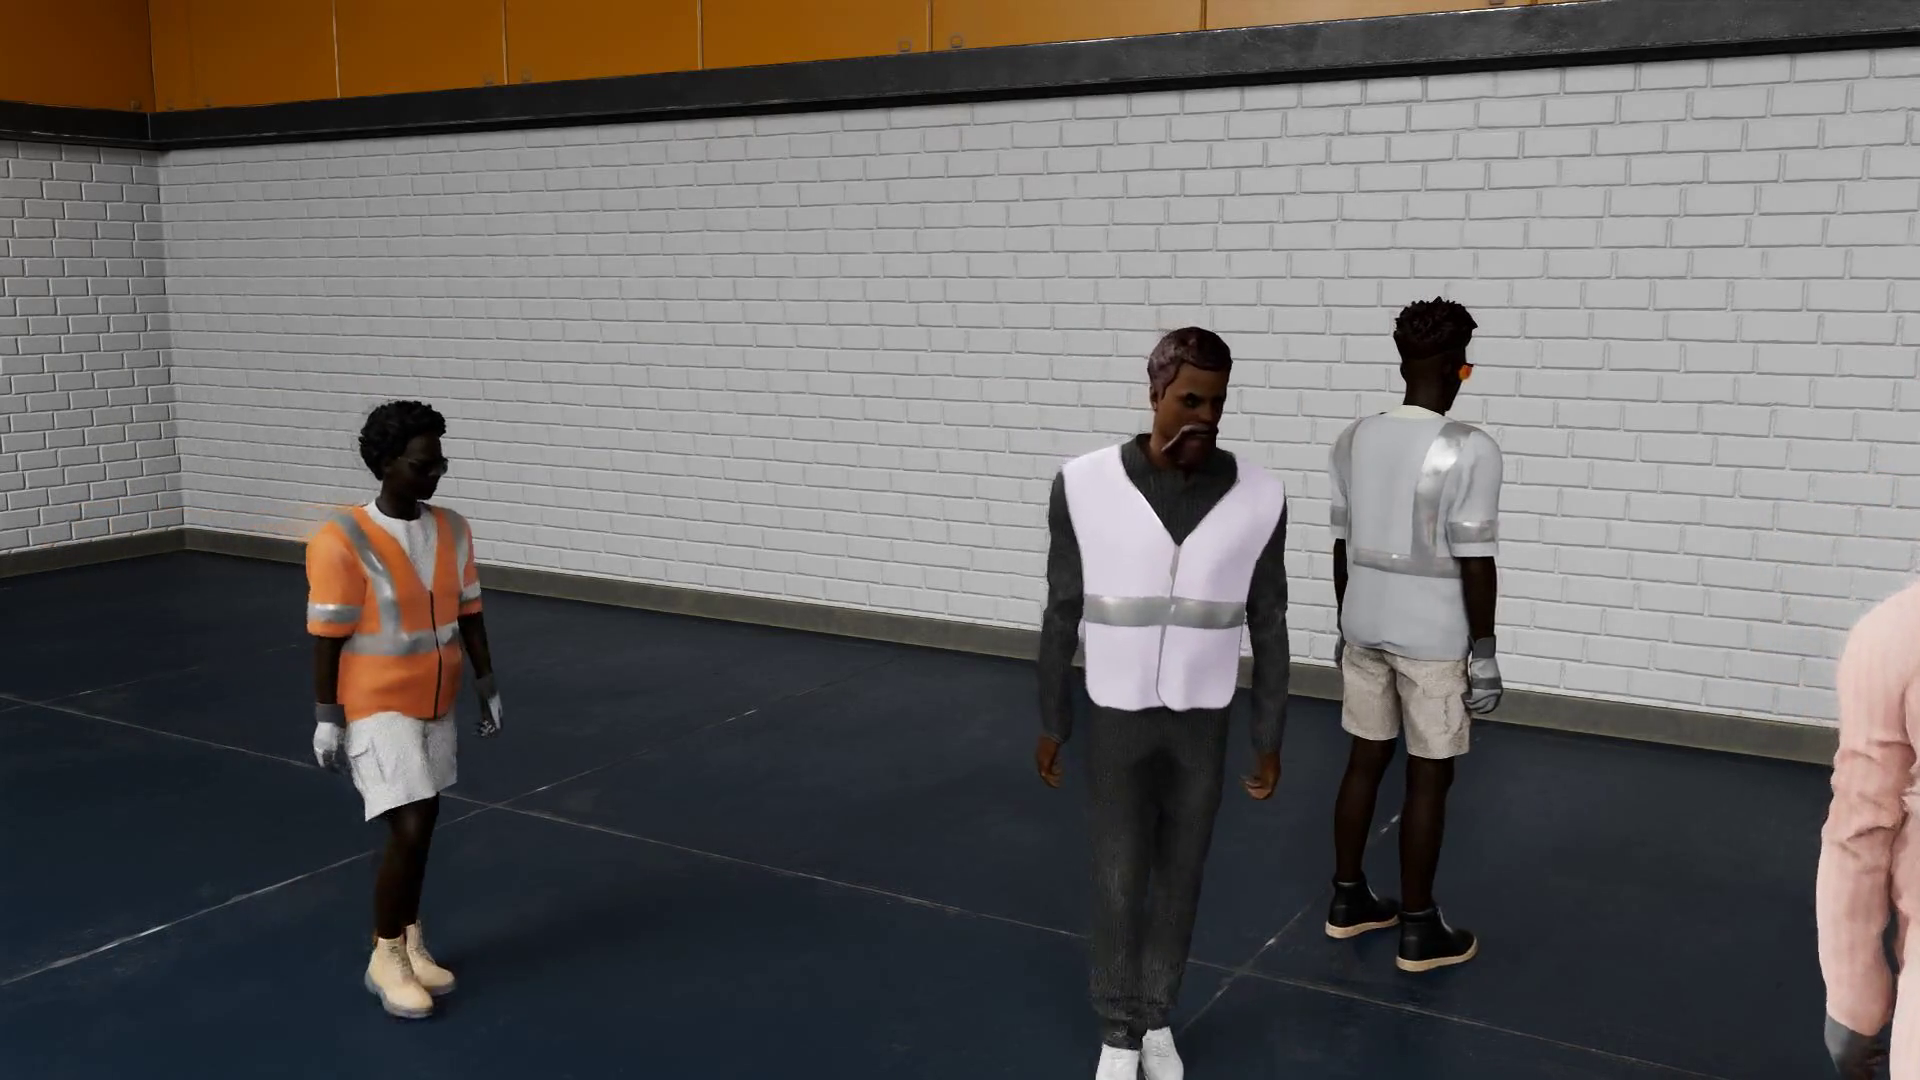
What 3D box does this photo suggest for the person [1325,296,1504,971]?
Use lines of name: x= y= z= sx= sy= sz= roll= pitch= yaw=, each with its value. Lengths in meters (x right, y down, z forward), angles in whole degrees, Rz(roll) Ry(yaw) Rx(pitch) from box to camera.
person: x=1.334 y=0.271 z=4.898 sx=0.375 sy=1.959 sz=0.609 roll=-5 pitch=10 yaw=-30

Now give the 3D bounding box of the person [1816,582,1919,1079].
person: x=1.596 y=0.725 z=2.366 sx=0.646 sy=1.863 sz=0.965 roll=3 pitch=10 yaw=19

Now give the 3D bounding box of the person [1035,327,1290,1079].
person: x=0.501 y=0.444 z=4.001 sx=0.612 sy=1.892 sz=0.633 roll=-1 pitch=9 yaw=-6

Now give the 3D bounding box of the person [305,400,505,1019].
person: x=-1.485 y=0.459 z=4.544 sx=0.481 sy=1.679 sz=0.553 roll=4 pitch=10 yaw=26
